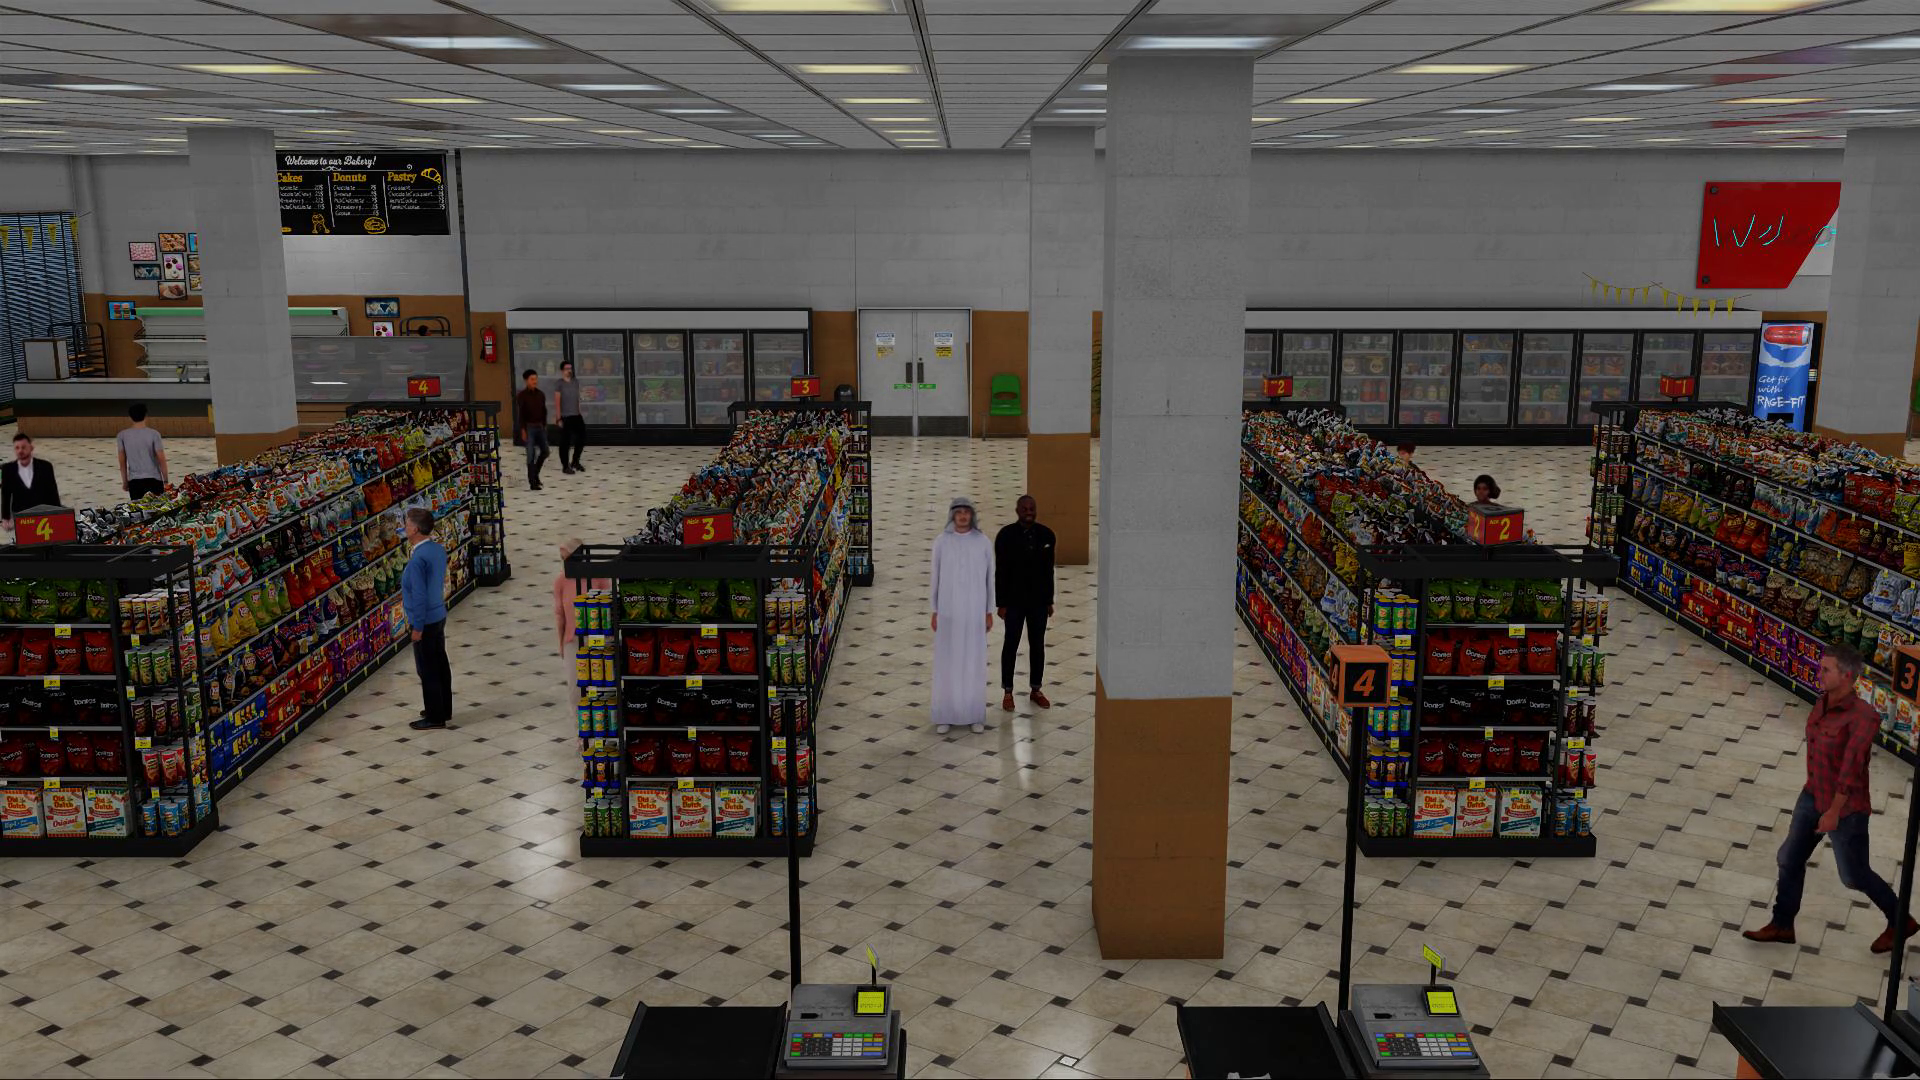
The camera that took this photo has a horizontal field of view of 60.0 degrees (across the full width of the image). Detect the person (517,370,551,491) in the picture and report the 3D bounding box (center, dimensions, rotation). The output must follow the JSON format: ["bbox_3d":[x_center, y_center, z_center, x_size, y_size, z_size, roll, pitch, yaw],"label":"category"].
[{"bbox_3d":[-6.276,-1.598,24.194,0.855,1.769,0.789,10,16,41],"label":"person"}]

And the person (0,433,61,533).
[{"bbox_3d":[-9.763,-0.220,17.555,0.930,1.806,1.184,-4,13,-19],"label":"person"}]

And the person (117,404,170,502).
[{"bbox_3d":[-9.612,-0.680,19.604,0.701,1.863,0.585,-2,12,-8],"label":"person"}]

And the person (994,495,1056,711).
[{"bbox_3d":[0.551,0.514,14.041,0.754,1.818,0.700,-3,12,-15],"label":"person"}]

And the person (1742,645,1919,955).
[{"bbox_3d":[5.054,1.500,9.411,0.764,1.797,1.081,-1,12,-3],"label":"person"}]

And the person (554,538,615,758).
[{"bbox_3d":[-2.912,0.794,13.011,0.702,1.695,0.858,-3,12,-13],"label":"person"}]

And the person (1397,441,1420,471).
[{"bbox_3d":[5.208,-0.456,19.548,0.676,1.447,0.592,-8,14,-33],"label":"person"}]

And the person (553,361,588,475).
[{"bbox_3d":[-6.084,-1.893,25.657,0.830,1.742,0.756,10,15,39],"label":"person"}]

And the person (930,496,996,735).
[{"bbox_3d":[0.015,0.591,13.411,0.688,1.927,0.629,-1,12,-3],"label":"person"}]

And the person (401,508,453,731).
[{"bbox_3d":[-4.329,0.623,13.522,0.722,1.818,0.499,1,12,2],"label":"person"}]
